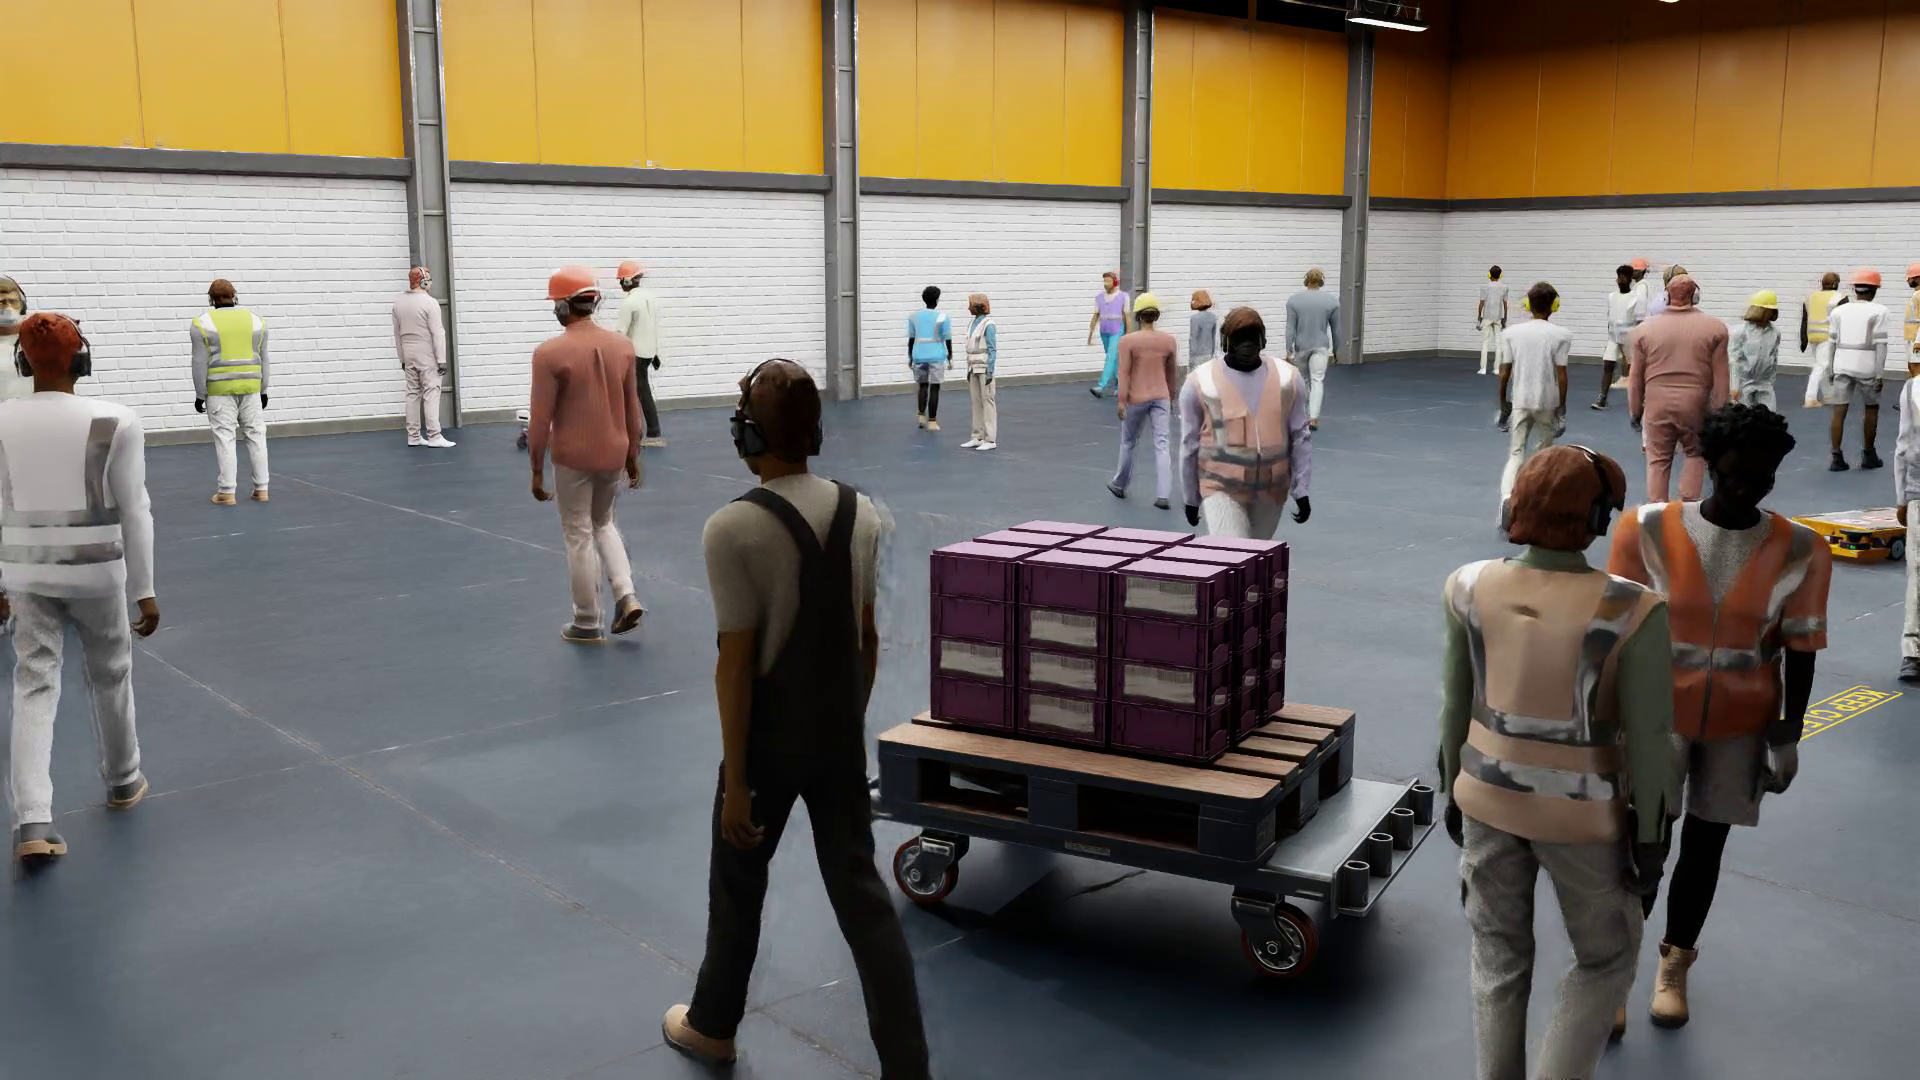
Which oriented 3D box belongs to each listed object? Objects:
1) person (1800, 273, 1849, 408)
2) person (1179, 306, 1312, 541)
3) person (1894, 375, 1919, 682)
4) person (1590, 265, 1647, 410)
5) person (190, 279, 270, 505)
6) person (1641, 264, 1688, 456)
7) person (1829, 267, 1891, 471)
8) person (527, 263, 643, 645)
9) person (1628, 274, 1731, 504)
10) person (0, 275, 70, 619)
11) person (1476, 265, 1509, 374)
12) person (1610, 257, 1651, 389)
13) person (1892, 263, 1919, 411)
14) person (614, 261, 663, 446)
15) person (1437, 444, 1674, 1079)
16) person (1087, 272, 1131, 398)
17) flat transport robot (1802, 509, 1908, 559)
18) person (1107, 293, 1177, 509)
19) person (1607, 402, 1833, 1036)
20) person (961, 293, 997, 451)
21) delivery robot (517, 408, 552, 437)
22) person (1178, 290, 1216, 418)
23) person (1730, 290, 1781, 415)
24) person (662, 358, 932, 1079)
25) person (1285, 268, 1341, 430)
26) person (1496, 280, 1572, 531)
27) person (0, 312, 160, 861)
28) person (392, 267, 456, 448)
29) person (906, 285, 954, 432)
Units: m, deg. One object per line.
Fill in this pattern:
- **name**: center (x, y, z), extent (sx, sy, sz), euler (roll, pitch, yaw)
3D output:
- **person**: center (11.705, -2.682, 22.372), extent (0.961, 1.792, 0.646), euler (-4, 11, -23)
- **person**: center (1.389, -0.262, 8.225), extent (0.616, 1.793, 0.993), euler (-2, 10, -9)
- **person**: center (4.837, -0.225, 8.048), extent (0.592, 1.783, 0.969), euler (7, 12, 34)
- **person**: center (8.792, -2.670, 21.970), extent (1.058, 1.913, 0.614), euler (-7, 12, -34)
- **person**: center (-5.964, -1.207, 13.611), extent (0.624, 1.837, 0.430), euler (-9, 13, -44)
- **person**: center (7.140, -1.810, 16.838), extent (0.354, 1.937, 0.635), euler (7, 12, 34)
- **person**: center (8.529, -1.610, 15.746), extent (0.828, 1.904, 0.566), euler (-8, 12, -38)
- **person**: center (-1.944, -0.425, 8.597), extent (0.426, 1.982, 0.645), euler (9, 13, 41)
- **person**: center (5.140, -0.946, 11.915), extent (0.680, 1.889, 0.504), euler (5, 11, 28)
- **person**: center (-5.188, -0.482, 9.139), extent (0.730, 1.916, 0.645), euler (9, 13, 43)
- **person**: center (9.120, -3.765, 28.514), extent (0.503, 1.864, 0.324), euler (0, 10, 0)
- **person**: center (10.376, -3.281, 25.236), extent (0.844, 2.017, 0.617), euler (5, 11, 29)
- **person**: center (12.431, -2.634, 21.684), extent (0.376, 1.929, 0.551), euler (4, 10, 20)
- **person**: center (-3.548, -1.980, 17.744), extent (0.867, 1.956, 0.639), euler (3, 10, 16)
- **person**: center (1.250, 0.609, 3.584), extent (0.526, 1.629, 0.370), euler (9, 13, 42)
- **person**: center (2.111, -2.923, 23.774), extent (0.591, 1.789, 0.983), euler (9, 13, 42)
- **flat transport robot**: center (6.395, -0.059, 11.458), extent (1.431, 0.197, 0.652), euler (-4, 11, -24)
- **person**: center (1.506, -1.139, 13.556), extent (0.554, 1.718, 0.911), euler (-3, 10, -15)
- **person**: center (1.885, 0.475, 4.248), extent (0.560, 1.658, 0.510), euler (3, 10, 15)
- **person**: center (0.221, -1.753, 17.388), extent (0.315, 1.636, 0.514), euler (-5, 11, -26)
- **delivery robot**: center (-4.291, -1.281, 17.507), extent (0.477, 0.478, 0.707), euler (9, 14, 44)
- **person**: center (3.018, -2.278, 20.515), extent (0.654, 1.611, 0.510), euler (9, 13, 43)
- **person**: center (7.164, -1.397, 15.036), extent (0.482, 1.724, 0.433), euler (-1, 10, -7)
- **person**: center (-0.359, 0.478, 3.891), extent (0.527, 1.800, 0.974), euler (-9, 13, -41)
- **person**: center (4.151, -2.249, 19.572), extent (0.651, 1.890, 1.035), euler (2, 10, 10)
- **person**: center (4.141, -0.951, 12.072), extent (0.514, 1.852, 0.721), euler (7, 12, 34)
- **person**: center (-3.098, 0.139, 5.735), extent (0.608, 1.842, 0.978), euler (-2, 10, -14)
- **person**: center (-5.666, -1.924, 17.596), extent (0.651, 1.907, 0.409), euler (5, 11, 28)
- **person**: center (-0.320, -2.089, 19.212), extent (0.548, 1.686, 0.486), euler (4, 10, 21)
